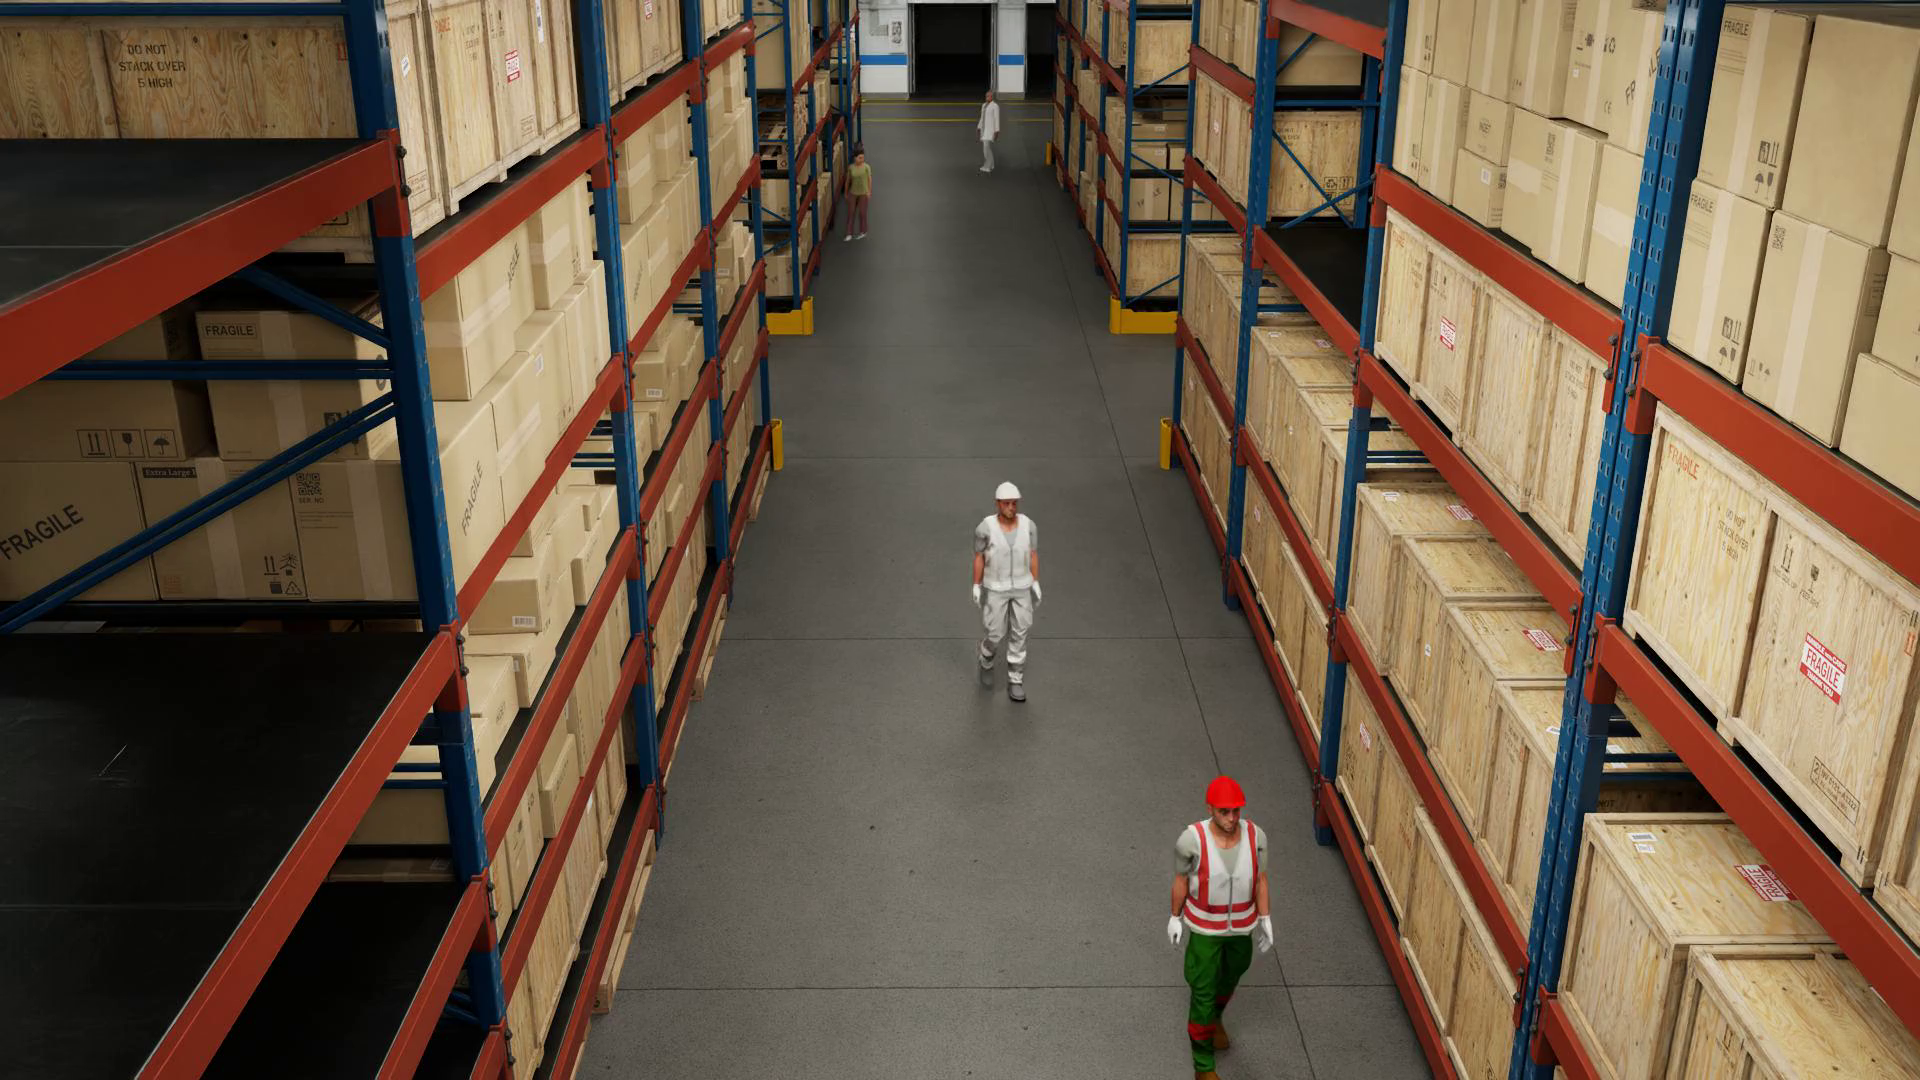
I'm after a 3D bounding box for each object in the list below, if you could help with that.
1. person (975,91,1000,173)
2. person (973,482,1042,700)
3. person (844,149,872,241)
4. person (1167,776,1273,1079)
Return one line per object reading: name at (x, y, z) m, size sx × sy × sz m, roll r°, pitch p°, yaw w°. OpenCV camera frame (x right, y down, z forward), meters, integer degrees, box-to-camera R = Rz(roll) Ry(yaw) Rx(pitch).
person at (0.600, -9.441, 38.436) m, size 0.462 × 1.814 × 0.616 m, roll -14°, pitch 25°, yaw -31°
person at (0.391, 0.402, 13.427) m, size 0.553 × 1.793 × 0.526 m, roll -5°, pitch 22°, yaw -13°
person at (-1.908, -6.426, 30.934) m, size 0.530 × 1.674 × 0.566 m, roll 1°, pitch 22°, yaw 3°
person at (1.441, 2.124, 9.098) m, size 0.553 × 1.793 × 0.742 m, roll -4°, pitch 22°, yaw -10°
